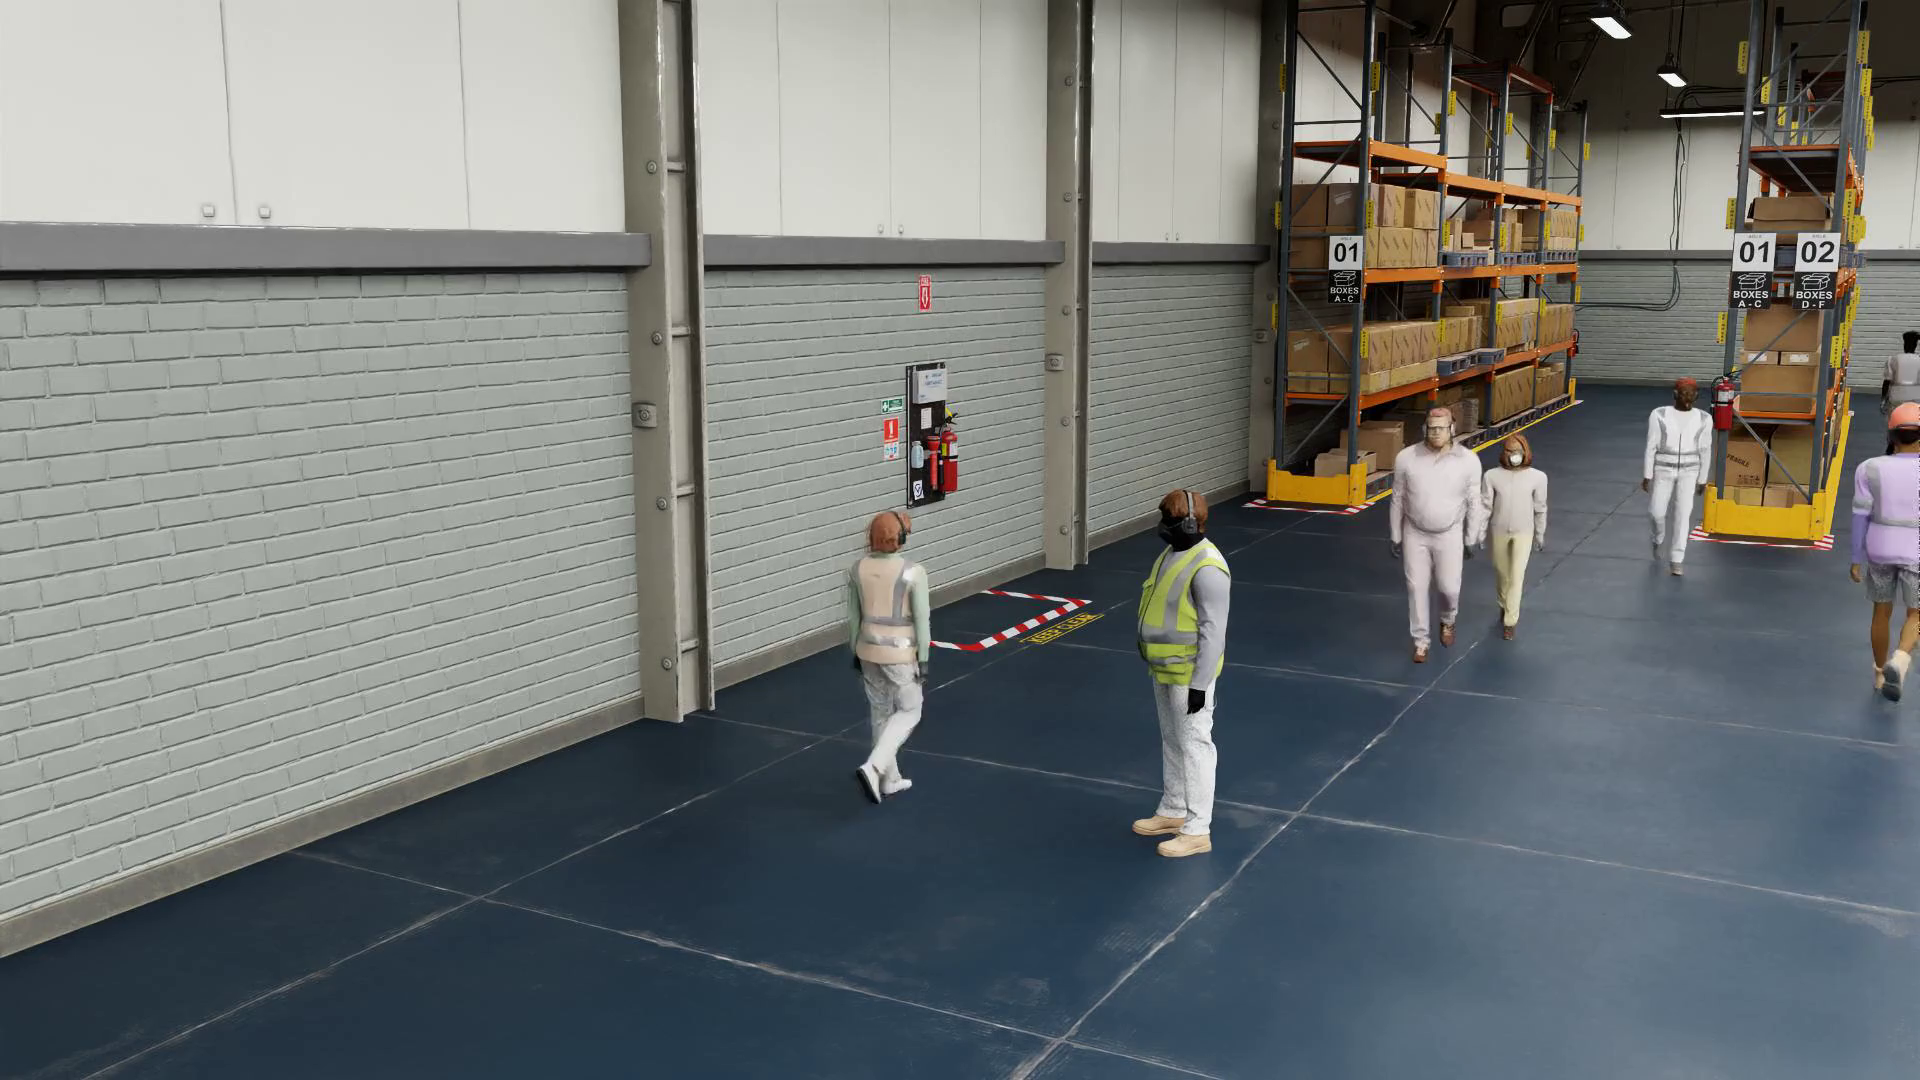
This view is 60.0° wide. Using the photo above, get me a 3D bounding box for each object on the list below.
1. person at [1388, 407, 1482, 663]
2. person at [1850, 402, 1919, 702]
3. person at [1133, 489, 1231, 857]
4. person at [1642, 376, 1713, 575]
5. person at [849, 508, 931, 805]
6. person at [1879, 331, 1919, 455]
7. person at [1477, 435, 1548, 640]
[{"bbox_3d":[3.512,-0.046,12.350,0.648,1.891,0.514,3,10,19],"label":"person"},{"bbox_3d":[6.285,0.093,11.133,0.626,2.025,0.775,7,12,35],"label":"person"},{"bbox_3d":[1.106,0.659,8.364,0.430,1.845,0.619,-2,10,-13],"label":"person"},{"bbox_3d":[6.802,-0.627,15.806,0.597,1.871,0.665,3,10,17],"label":"person"},{"bbox_3d":[-0.416,0.646,9.057,0.531,1.622,0.544,6,11,32],"label":"person"},{"bbox_3d":[13.549,-2.028,23.853,0.631,1.914,1.002,5,11,26],"label":"person"},{"bbox_3d":[4.403,-0.058,13.278,0.509,1.598,0.830,4,11,24],"label":"person"}]
